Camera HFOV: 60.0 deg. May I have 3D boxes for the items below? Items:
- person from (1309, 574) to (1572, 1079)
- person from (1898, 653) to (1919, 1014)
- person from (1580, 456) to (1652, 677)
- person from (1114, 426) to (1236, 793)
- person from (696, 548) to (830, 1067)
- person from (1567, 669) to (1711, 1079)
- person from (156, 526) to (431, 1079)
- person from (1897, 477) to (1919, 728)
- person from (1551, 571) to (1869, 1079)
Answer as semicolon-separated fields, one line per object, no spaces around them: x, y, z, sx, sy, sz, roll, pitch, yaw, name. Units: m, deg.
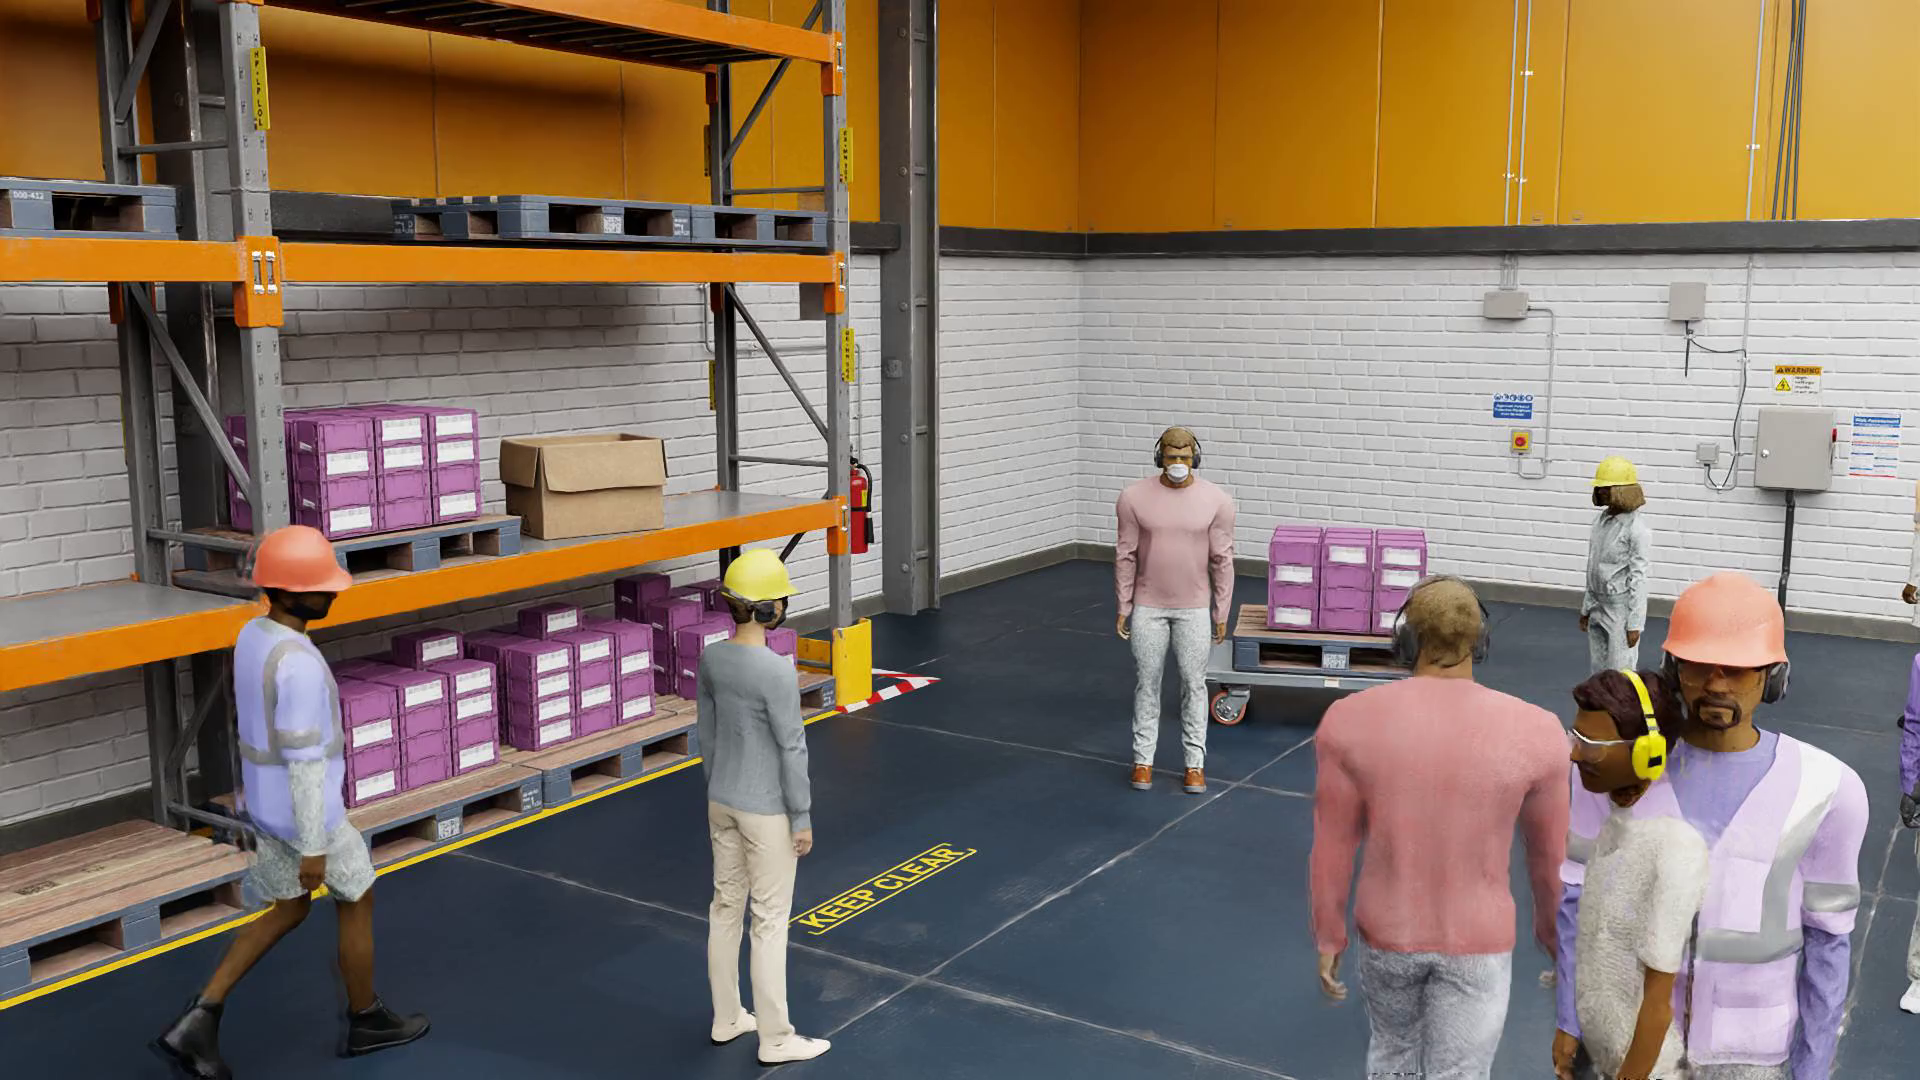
1.288;1.030;4.445;0.647;1.903;0.864;4;10;23;person
3.641;0.938;5.953;0.508;1.629;0.317;6;11;35;person
3.547;0.407;9.075;0.321;1.737;0.489;-1;9;-7;person
1.120;0.361;8.733;0.625;1.933;0.376;2;9;12;person
-0.689;0.907;5.708;0.317;1.769;0.522;-9;12;-44;person
1.444;1.183;3.742;0.889;1.817;0.523;0;9;0;person
-2.213;0.879;5.496;0.566;1.890;0.838;8;12;44;person
5.833;0.194;9.789;0.553;1.935;0.361;0;9;-1;person
1.631;1.077;3.696;0.608;2.048;0.365;5;10;28;person
